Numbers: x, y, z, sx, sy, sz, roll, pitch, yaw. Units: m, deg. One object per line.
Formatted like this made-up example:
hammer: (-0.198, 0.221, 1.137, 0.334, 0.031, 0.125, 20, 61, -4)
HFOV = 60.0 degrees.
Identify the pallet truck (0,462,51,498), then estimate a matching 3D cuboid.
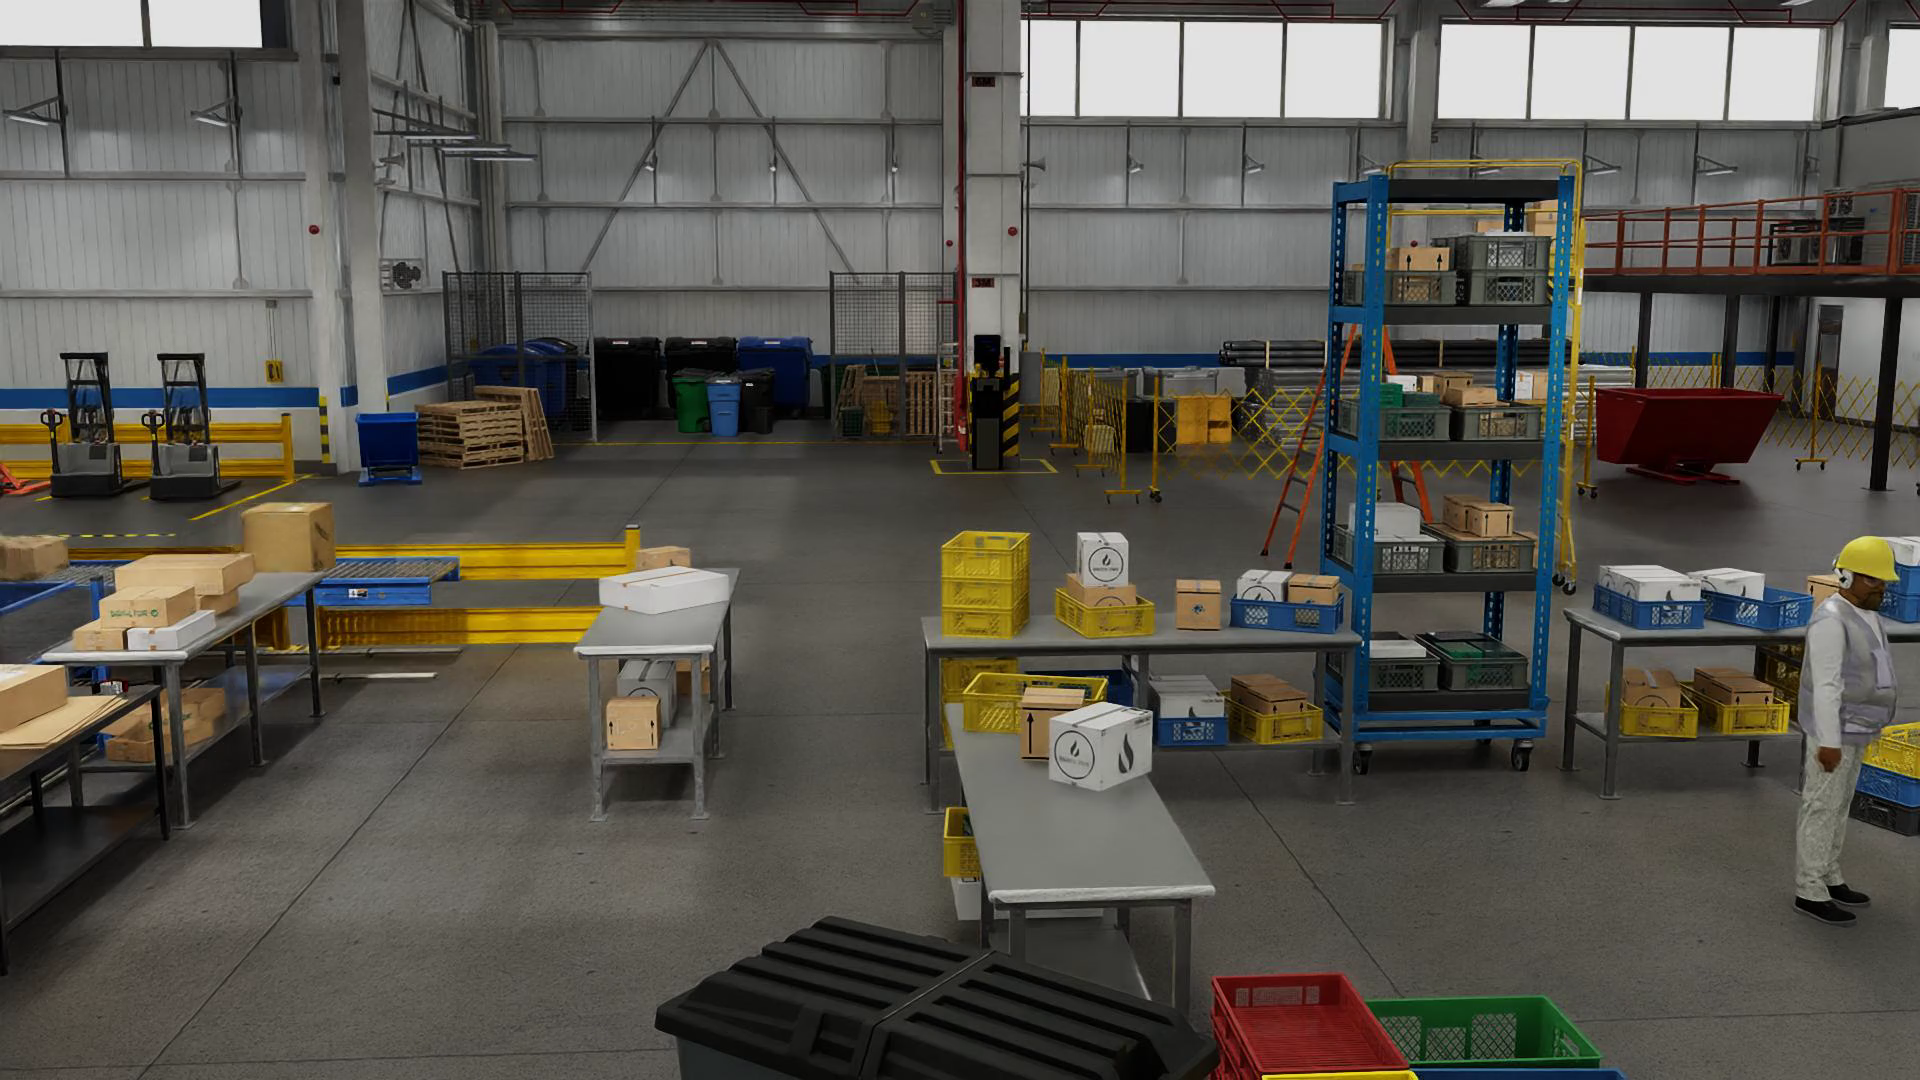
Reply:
pallet truck: (-13.193, -1.293, 23.148, 0.653, 1.274, 1.630, -1, 9, -4)

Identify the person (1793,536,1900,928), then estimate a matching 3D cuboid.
person: (4.180, 0.883, 7.848, 0.404, 1.826, 0.587, 8, 12, 42)

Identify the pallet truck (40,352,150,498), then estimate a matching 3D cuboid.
pallet truck: (-11.907, -1.642, 23.165, 0.823, 1.965, 1.885, 0, 9, 0)

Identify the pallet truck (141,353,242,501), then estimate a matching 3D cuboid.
pallet truck: (-10.520, -1.604, 22.925, 0.823, 1.965, 1.885, -1, 9, -6)
